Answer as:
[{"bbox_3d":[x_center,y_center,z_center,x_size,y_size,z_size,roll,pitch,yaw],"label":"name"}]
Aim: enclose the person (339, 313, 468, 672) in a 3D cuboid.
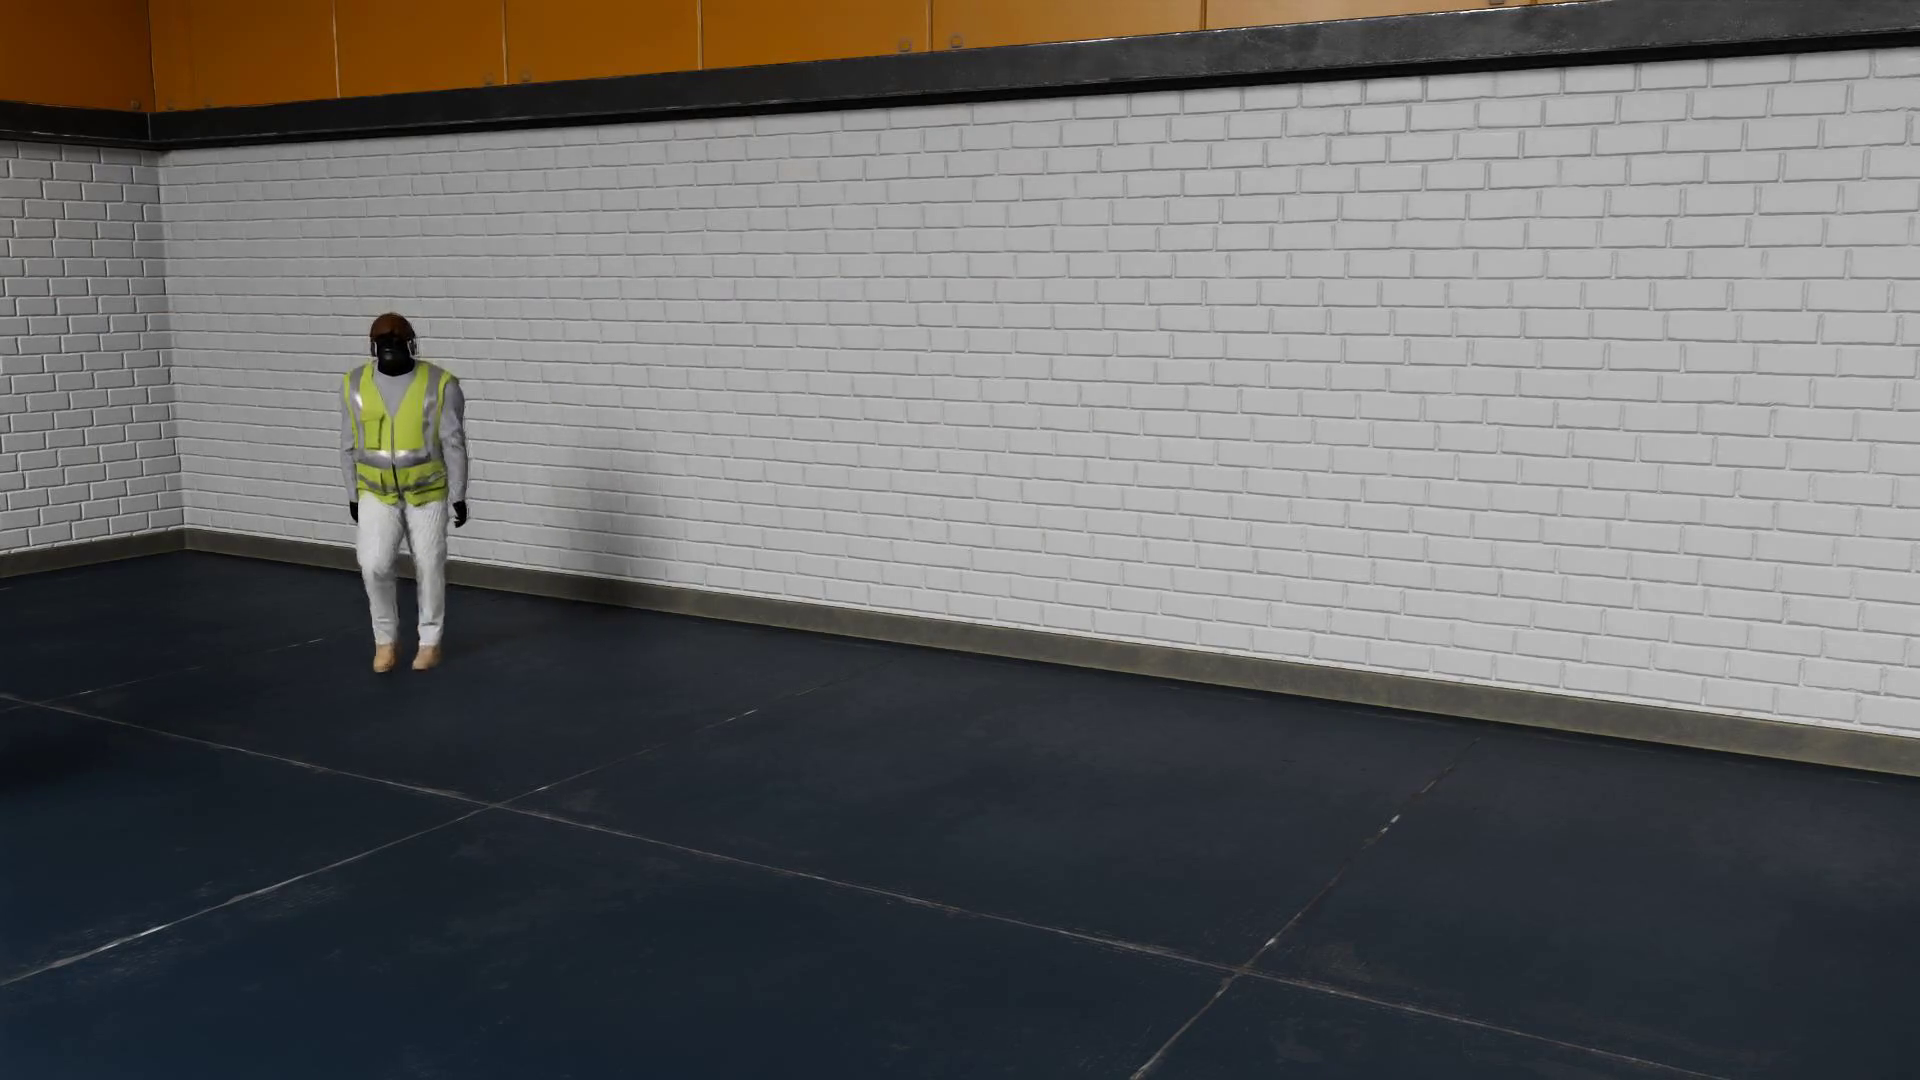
[{"bbox_3d":[-2.805,-0.228,8.404,0.645,1.823,0.507,-1,9,-8],"label":"person"}]
